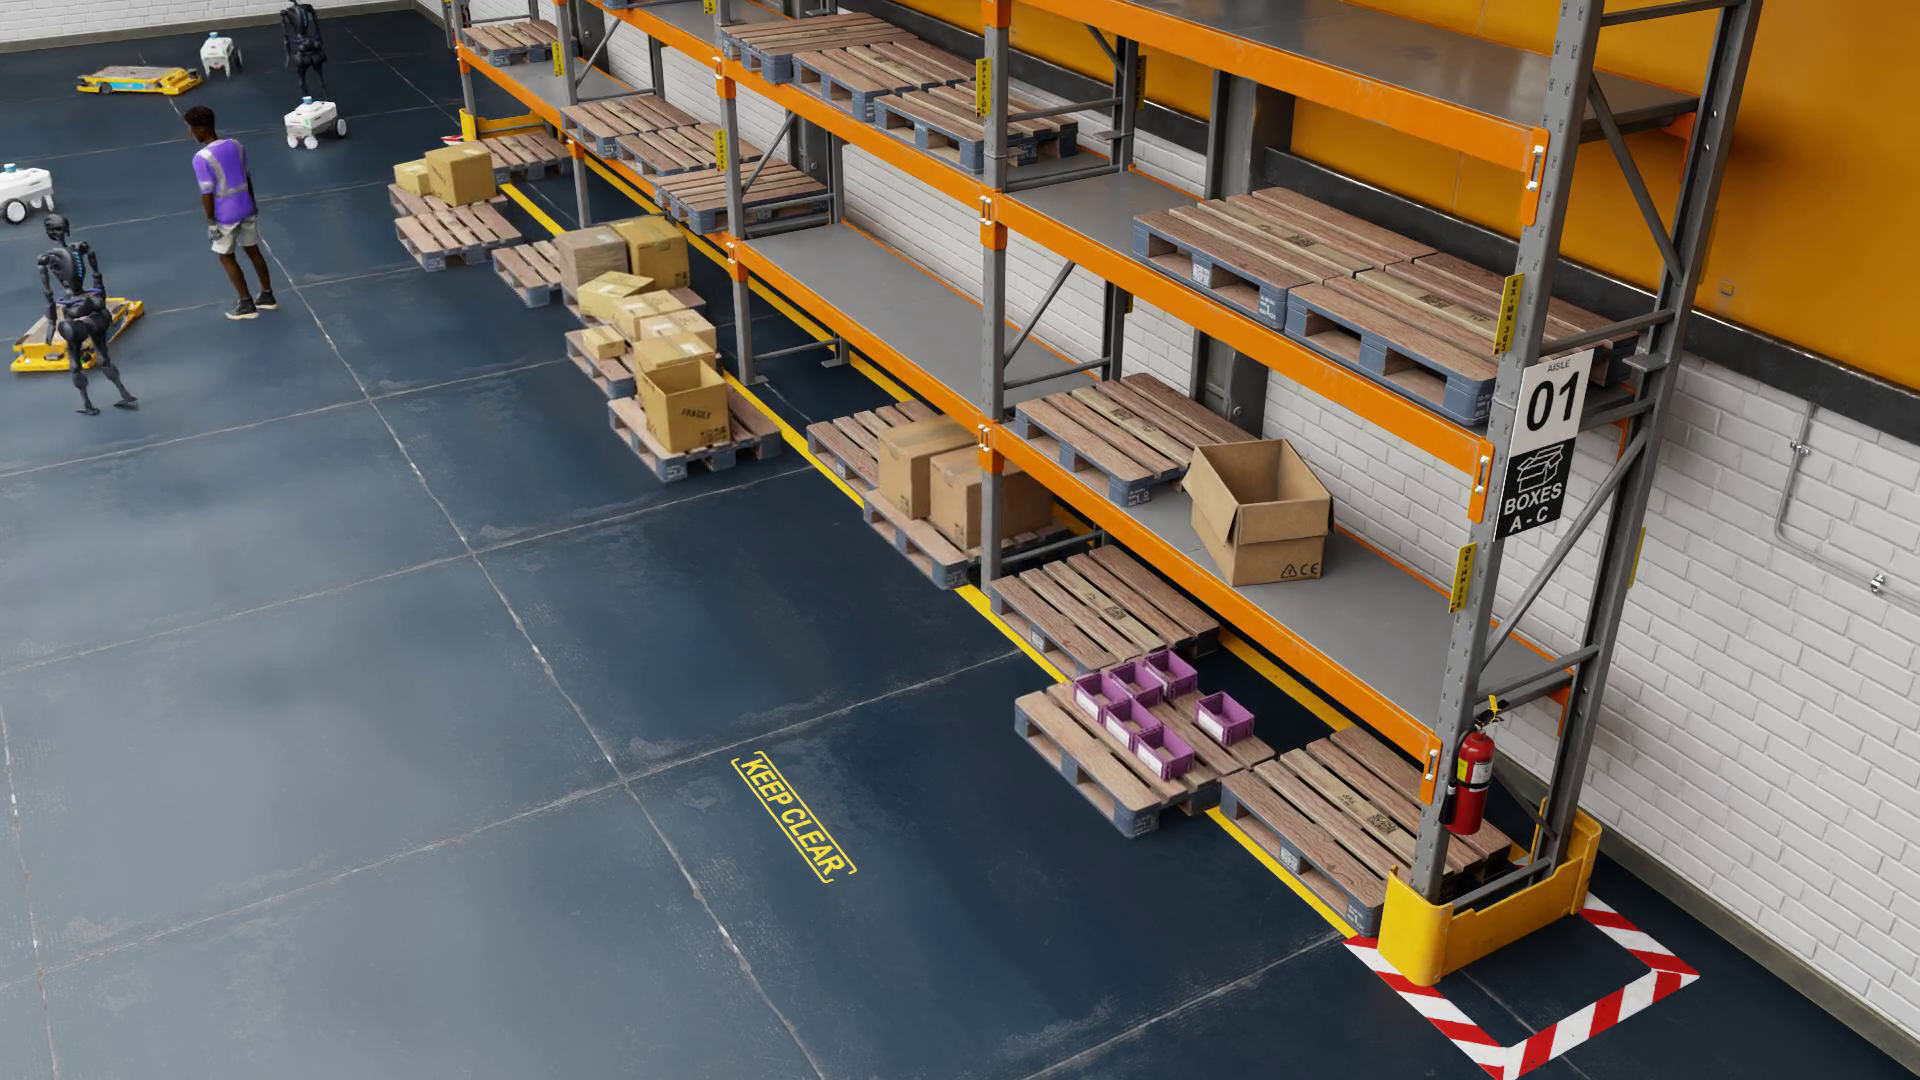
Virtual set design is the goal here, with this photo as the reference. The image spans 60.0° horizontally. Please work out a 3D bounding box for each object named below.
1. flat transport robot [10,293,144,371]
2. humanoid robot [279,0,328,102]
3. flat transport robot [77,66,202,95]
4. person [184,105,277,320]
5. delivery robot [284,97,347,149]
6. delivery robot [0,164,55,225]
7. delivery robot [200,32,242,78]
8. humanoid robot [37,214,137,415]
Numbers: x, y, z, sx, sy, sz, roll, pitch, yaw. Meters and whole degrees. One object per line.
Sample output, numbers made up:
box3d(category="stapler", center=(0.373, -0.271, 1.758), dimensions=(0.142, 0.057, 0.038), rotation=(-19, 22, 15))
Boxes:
box3d(category="flat transport robot", center=(-7.919, -1.875, 14.942), dimensions=(0.659, 0.231, 1.431), rotation=(-3, 30, -5))
box3d(category="humanoid robot", center=(-8.318, -6.226, 21.198), dimensions=(0.400, 1.642, 0.589), rotation=(18, 34, 28))
box3d(category="flat transport robot", center=(-11.202, -6.270, 22.701), dimensions=(1.431, 0.231, 0.659), rotation=(2, 30, 4))
box3d(category="person", center=(-6.664, -3.016, 15.248), dimensions=(0.396, 1.953, 0.724), rotation=(9, 31, 16))
box3d(category="delivery robot", center=(-7.951, -5.144, 20.417), dimensions=(0.521, 0.588, 0.760), rotation=(6, 30, 11))
box3d(category="delivery robot", center=(-10.209, -3.738, 17.958), dimensions=(0.519, 0.613, 0.784), rotation=(14, 32, 23))
box3d(category="delivery robot", center=(-10.446, -6.849, 23.414), dimensions=(0.499, 0.576, 0.768), rotation=(-7, 30, -12))
box3d(category="humanoid robot", center=(-7.081, -1.812, 13.420), dimensions=(0.460, 1.648, 0.601), rotation=(12, 32, 20))
